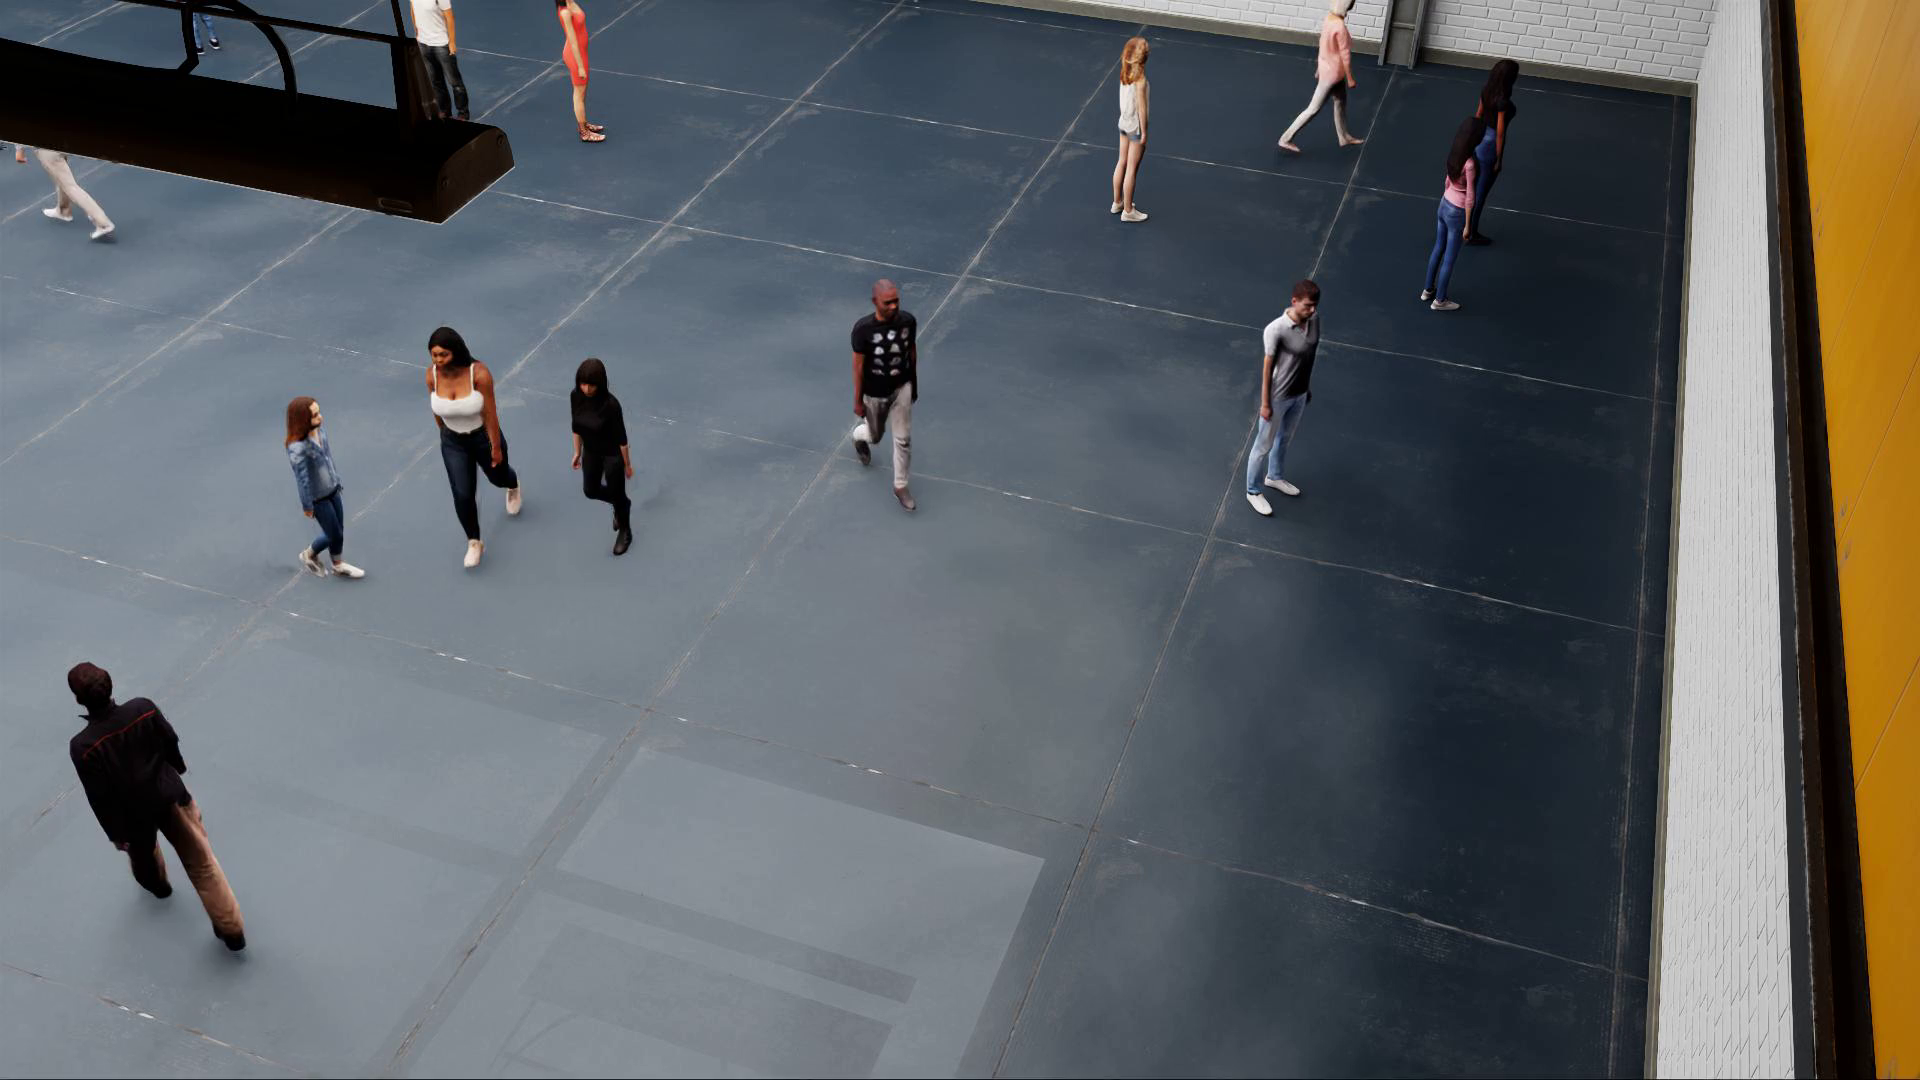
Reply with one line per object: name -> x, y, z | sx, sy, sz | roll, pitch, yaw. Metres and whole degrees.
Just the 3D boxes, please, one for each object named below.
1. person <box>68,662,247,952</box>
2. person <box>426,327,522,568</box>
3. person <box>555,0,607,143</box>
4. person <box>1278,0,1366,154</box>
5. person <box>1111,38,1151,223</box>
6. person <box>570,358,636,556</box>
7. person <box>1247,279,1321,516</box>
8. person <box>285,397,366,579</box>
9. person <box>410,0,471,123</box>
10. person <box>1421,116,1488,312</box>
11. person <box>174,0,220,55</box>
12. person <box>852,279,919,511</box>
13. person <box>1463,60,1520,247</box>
person -> -4.238, 1.462, 8.802 | 1.358, 1.874, 1.022 | 29, 47, 31
person -> -3.369, -0.738, 11.632 | 1.134, 1.780, 0.927 | 0, 39, 0
person -> -3.901, -4.909, 16.903 | 0.693, 1.719, 0.671 | -8, 39, -10
person -> 3.612, -4.641, 16.598 | 1.238, 1.682, 0.942 | -3, 39, -4
person -> 1.596, -3.832, 15.523 | 0.700, 1.759, 0.650 | -14, 41, -17
person -> -2.455, -0.647, 11.641 | 0.624, 1.627, 0.651 | 16, 41, 19
person -> 2.336, -1.070, 11.986 | 0.732, 1.856, 0.724 | -28, 46, -30
person -> -4.448, -0.335, 11.379 | 0.707, 1.466, 0.656 | 7, 39, 8
person -> -5.379, -5.148, 17.134 | 0.492, 1.804, 0.704 | 16, 41, 19
person -> 4.238, -2.806, 14.253 | 0.678, 1.741, 0.656 | -8, 39, -10
person -> -8.728, -6.165, 18.852 | 0.571, 1.250, 0.564 | 26, 45, 29
person -> -0.564, -1.123, 12.112 | 1.107, 1.782, 1.151 | -15, 41, -18
person -> 4.792, -3.543, 15.179 | 0.701, 1.738, 0.662 | -11, 40, -13
